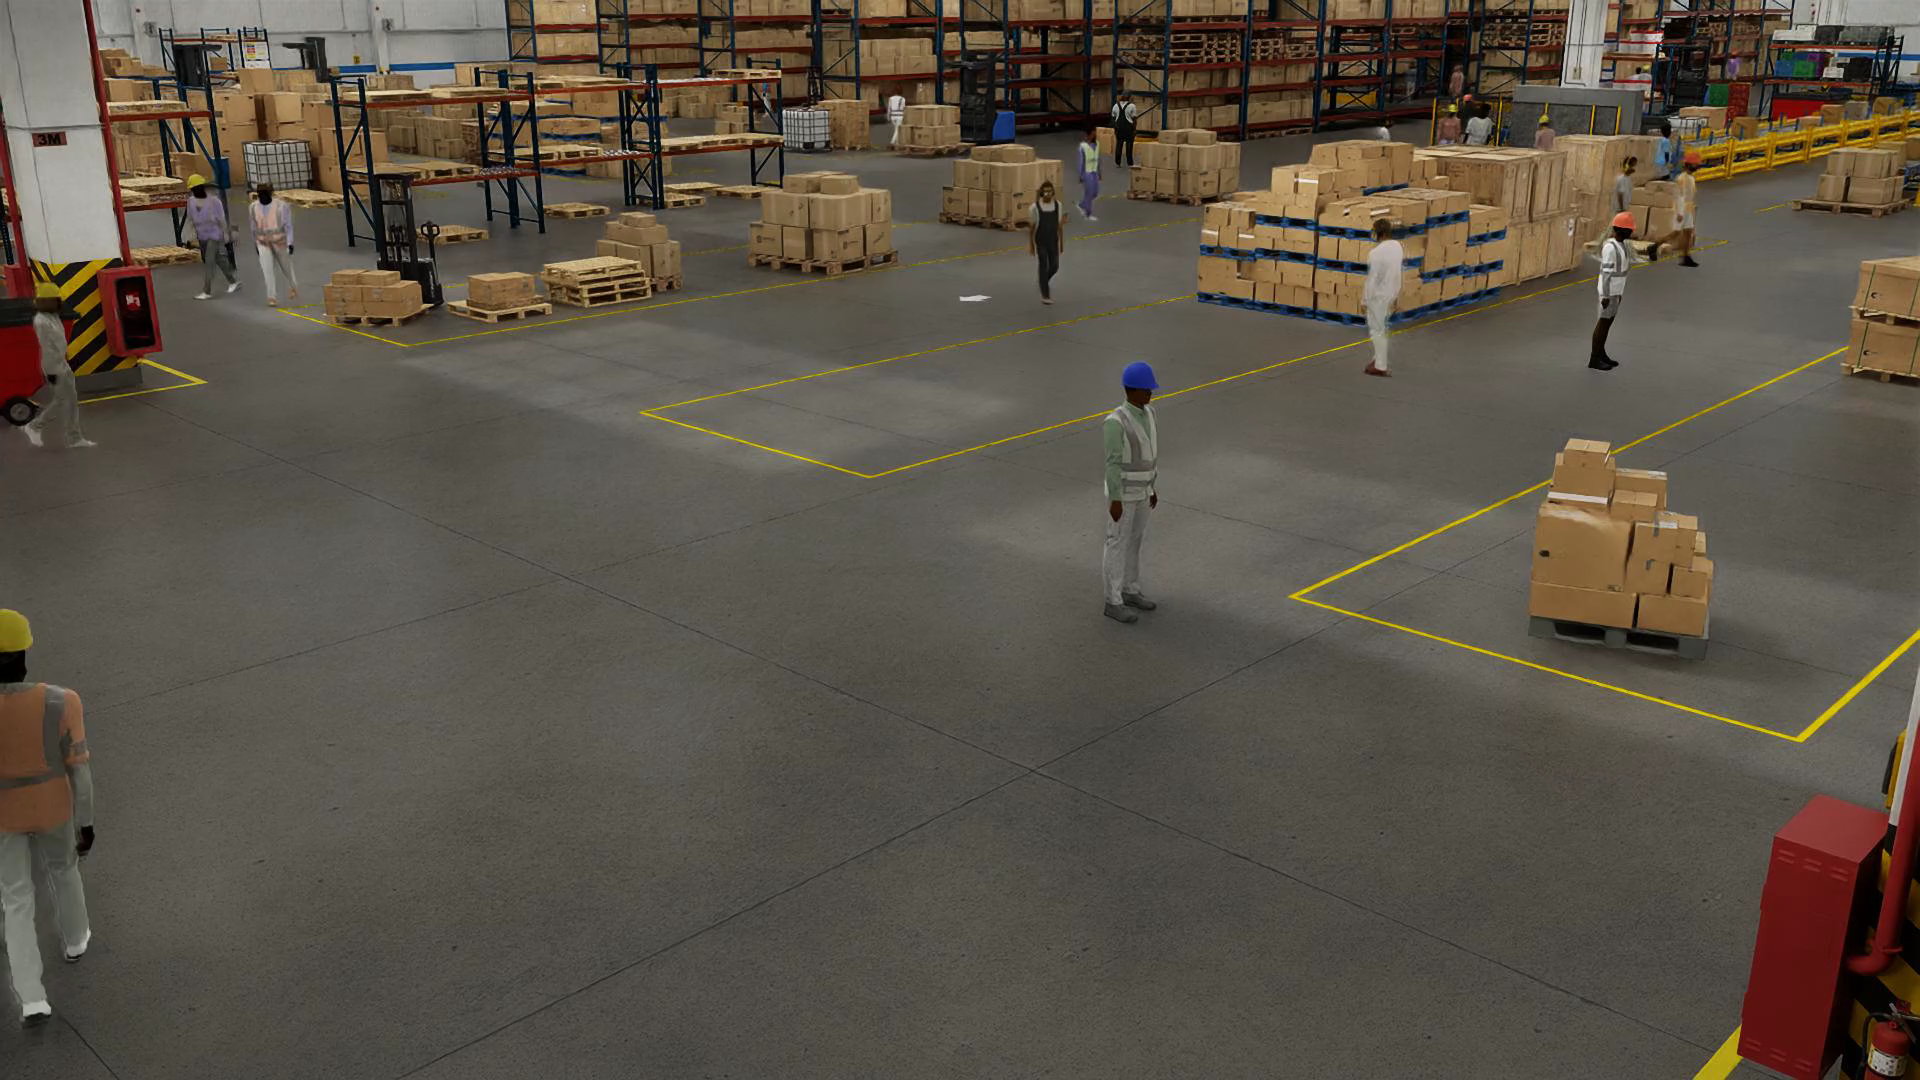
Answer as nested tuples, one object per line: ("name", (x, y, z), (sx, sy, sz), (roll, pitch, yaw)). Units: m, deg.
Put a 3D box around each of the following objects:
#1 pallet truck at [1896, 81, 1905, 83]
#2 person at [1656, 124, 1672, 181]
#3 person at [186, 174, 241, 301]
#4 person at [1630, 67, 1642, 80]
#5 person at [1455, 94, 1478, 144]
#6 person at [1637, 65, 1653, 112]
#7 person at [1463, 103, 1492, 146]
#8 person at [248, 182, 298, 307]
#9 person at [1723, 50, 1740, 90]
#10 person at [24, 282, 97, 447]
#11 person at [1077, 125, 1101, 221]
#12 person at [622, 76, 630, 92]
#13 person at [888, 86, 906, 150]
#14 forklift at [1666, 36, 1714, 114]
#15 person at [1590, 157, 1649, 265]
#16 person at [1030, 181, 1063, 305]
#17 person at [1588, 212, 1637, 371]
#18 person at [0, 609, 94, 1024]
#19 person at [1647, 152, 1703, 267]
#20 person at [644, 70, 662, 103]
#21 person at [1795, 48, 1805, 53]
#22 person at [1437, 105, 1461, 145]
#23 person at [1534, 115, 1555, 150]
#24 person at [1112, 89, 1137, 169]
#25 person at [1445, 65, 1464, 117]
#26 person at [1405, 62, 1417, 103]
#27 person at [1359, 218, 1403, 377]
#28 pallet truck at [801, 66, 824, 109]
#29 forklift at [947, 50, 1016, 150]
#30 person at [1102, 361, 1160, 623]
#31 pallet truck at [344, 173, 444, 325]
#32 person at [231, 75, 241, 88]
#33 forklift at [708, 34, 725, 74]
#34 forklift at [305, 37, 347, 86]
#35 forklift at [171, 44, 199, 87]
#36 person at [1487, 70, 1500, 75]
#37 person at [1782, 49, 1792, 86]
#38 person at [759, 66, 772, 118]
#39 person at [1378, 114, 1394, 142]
("pallet truck", (34.802, -16.331, 61.455), (0.653, 1.274, 1.630), (17, 25, 41))
("person", (15.568, -8.370, 36.875), (0.563, 1.674, 0.541), (6, 19, 17))
("person", (-11.429, -4.651, 25.402), (0.581, 1.869, 1.042), (6, 19, 18))
("person", (25.801, -17.208, 63.523), (0.539, 1.672, 0.738), (11, 22, 31))
("person", (12.972, -10.445, 42.723), (0.617, 1.951, 1.017), (-5, 19, -14))
("person", (25.387, -16.634, 61.585), (0.597, 1.808, 0.737), (15, 23, 38))
("person", (12.310, -9.408, 39.613), (0.652, 1.934, 0.470), (-3, 19, -10))
("person", (-10.236, -4.435, 24.829), (0.633, 1.815, 0.887), (-3, 19, -8))
("person", (34.207, -20.720, 73.753), (0.549, 1.895, 0.949), (16, 24, 40))
("person", (-9.214, -1.754, 16.860), (0.528, 1.727, 0.499), (-3, 19, -8))
("person", (2.608, -7.453, 33.763), (0.527, 1.902, 0.623), (16, 24, 40))
("person", (-11.883, -15.546, 58.607), (0.525, 1.602, 0.813), (0, 18, -1))
("person", (-1.851, -12.209, 48.197), (0.587, 1.852, 0.906), (11, 21, 31))
("forklift", (27.341, -17.291, 61.877), (1.129, 2.768, 1.873), (17, 25, 41))
("person", (11.304, -5.622, 28.393), (0.996, 1.816, 0.541), (16, 24, 40))
("person", (1.277, -4.451, 24.838), (0.527, 1.826, 0.585), (-6, 19, -16))
("person", (8.067, -3.071, 20.507), (0.374, 1.935, 0.552), (13, 23, 35))
("person", (-4.273, 1.232, 7.617), (0.585, 1.891, 0.955), (-9, 20, -25))
("person", (12.206, -5.611, 28.202), (0.808, 1.919, 0.553), (17, 25, 42))
("person", (-10.403, -14.999, 56.496), (0.597, 1.910, 0.383), (-1, 18, -4))
("person", (41.963, -23.876, 83.196), (0.638, 1.945, 1.032), (1, 18, 3))
("person", (12.291, -10.044, 41.805), (0.549, 1.744, 0.508), (1, 18, 2))
("person", (13.464, -8.891, 38.331), (0.529, 1.749, 0.561), (-4, 19, -12))
("person", (4.339, -10.754, 43.495), (0.683, 2.000, 0.537), (10, 21, 28))
("person", (17.918, -16.263, 60.320), (0.686, 1.890, 0.485), (-14, 23, -36))
("person", (18.572, -18.841, 68.500), (0.512, 1.618, 0.339), (13, 23, 35))
("person", (5.049, -2.931, 20.113), (0.513, 1.917, 0.661), (16, 24, 39))
("pallet truck", (-4.812, -15.182, 56.903), (0.823, 1.965, 1.885), (-9, 21, -26))
("forklift", (0.652, -12.753, 48.206), (1.129, 2.768, 1.873), (17, 25, 41))
("person", (1.275, -0.370, 12.351), (0.388, 1.949, 0.602), (12, 22, 32))
("pallet truck", (-8.209, -4.181, 23.757), (0.823, 1.965, 1.885), (3, 19, 9))
("person", (-22.524, -13.595, 52.214), (0.637, 1.936, 0.355), (-14, 23, -35))
("forklift", (-9.459, -18.492, 65.495), (1.129, 2.768, 1.873), (17, 25, 41))
("forklift", (-23.463, -16.984, 60.951), (1.129, 2.768, 1.873), (17, 25, 41))
("forklift", (-24.593, -14.348, 53.009), (1.129, 2.768, 1.873), (17, 25, 41))
("person", (22.933, -19.860, 71.488), (0.547, 1.682, 0.359), (7, 20, 20))
("person", (40.128, -22.885, 80.539), (0.331, 1.733, 0.565), (-1, 18, -2))
("person", (-7.085, -16.332, 60.615), (0.429, 1.838, 0.634), (2, 18, 7))
("person", (9.601, -8.722, 37.732), (0.993, 1.823, 0.518), (10, 21, 27))
